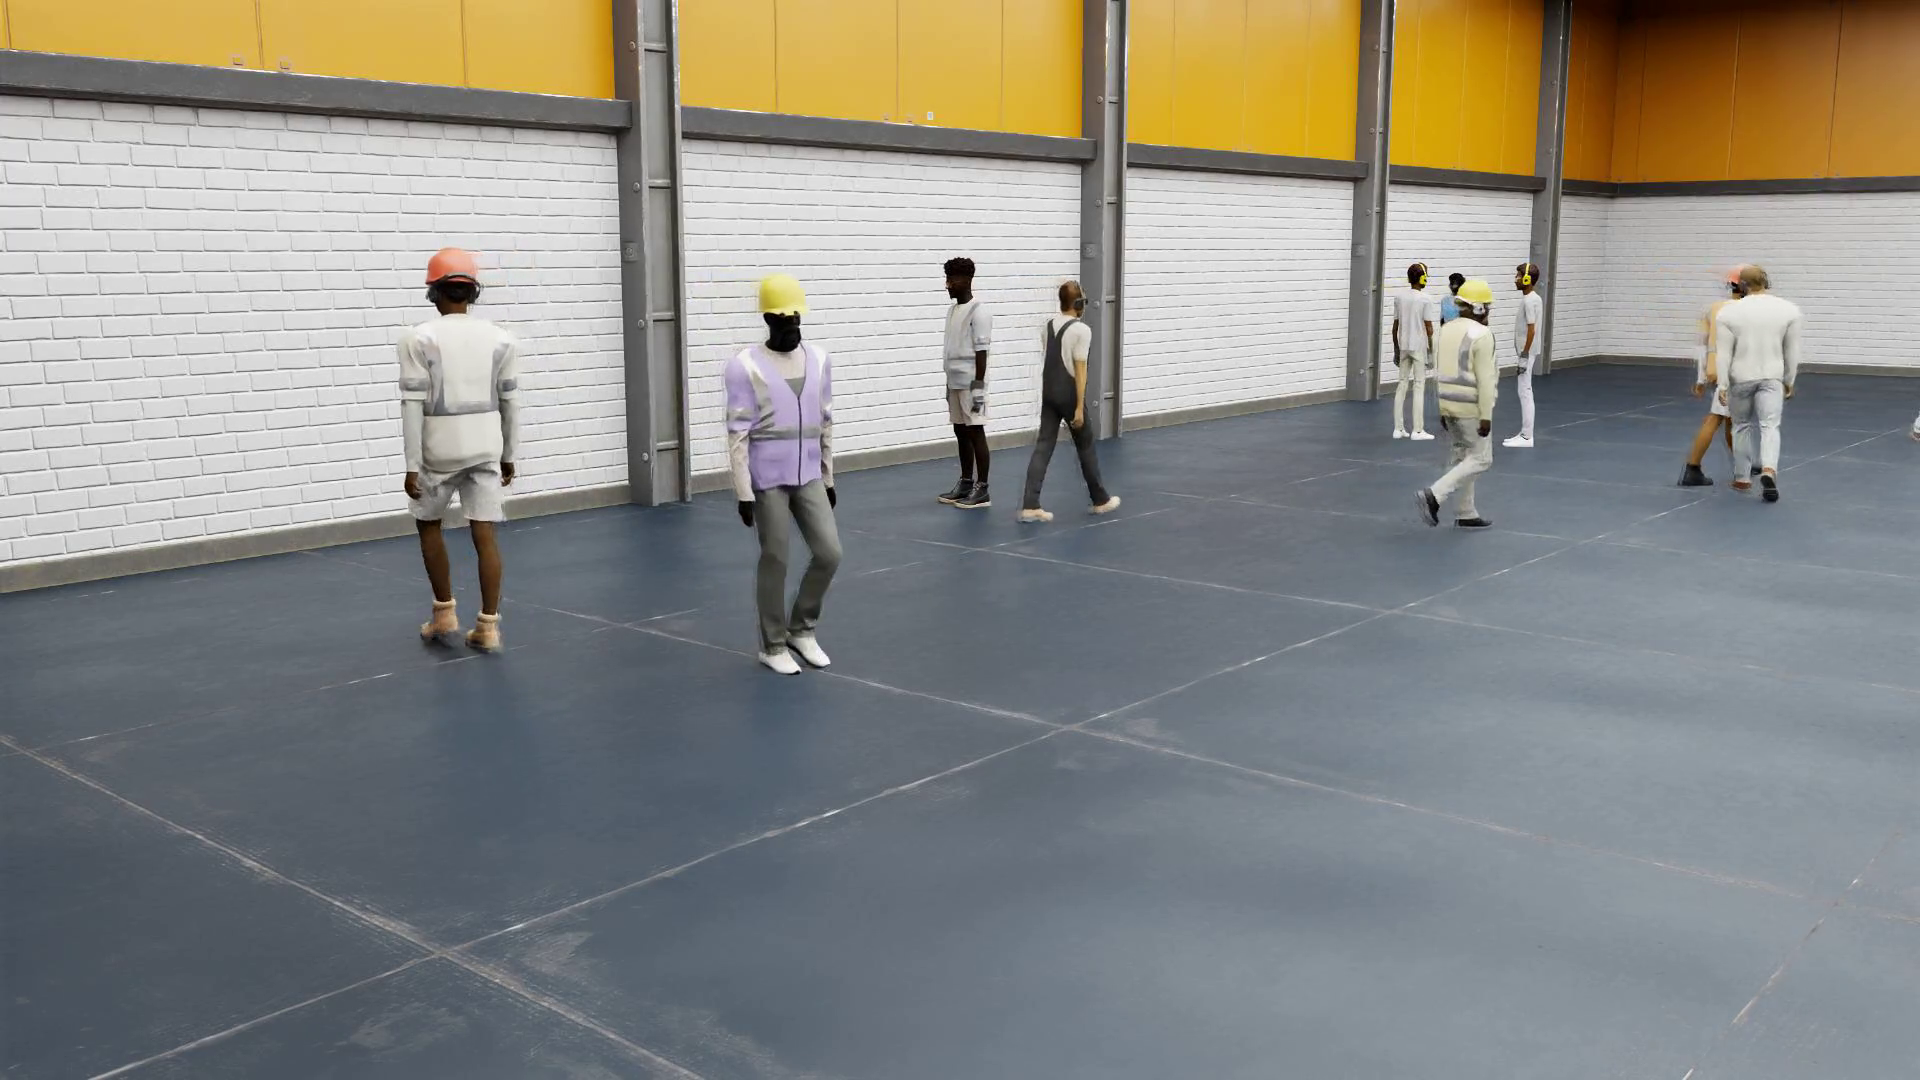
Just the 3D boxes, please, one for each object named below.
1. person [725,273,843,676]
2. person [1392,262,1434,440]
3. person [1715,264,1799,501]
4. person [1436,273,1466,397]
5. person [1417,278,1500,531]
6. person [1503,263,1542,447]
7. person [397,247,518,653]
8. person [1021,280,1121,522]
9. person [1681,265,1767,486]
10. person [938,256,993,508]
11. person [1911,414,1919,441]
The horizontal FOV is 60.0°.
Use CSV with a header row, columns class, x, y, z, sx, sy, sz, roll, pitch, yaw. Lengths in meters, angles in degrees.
class,x,y,z,sx,sy,sz,roll,pitch,yaw
person,-0.801,-0.295,7.841,0.615,1.902,0.478,-8,13,-38
person,4.808,-1.988,17.605,0.328,1.867,0.514,-8,13,-39
person,6.454,-1.280,13.504,0.658,1.897,0.917,3,10,18
person,6.703,-2.759,22.486,0.319,1.692,0.535,-9,13,-41
person,3.546,-0.941,11.769,0.605,1.816,0.609,-3,10,-16
person,5.754,-1.880,16.971,0.313,1.869,0.538,4,11,22
person,-2.547,-0.449,8.389,0.630,2.017,0.698,-8,13,-37
person,0.801,-1.030,12.389,0.987,1.785,0.511,-10,14,-43
person,6.628,-1.395,14.180,1.015,1.870,0.557,-3,10,-15
person,0.036,-1.234,13.046,0.373,1.958,0.599,-5,11,-26
person,10.205,-1.890,17.126,0.585,1.856,0.823,2,10,13
